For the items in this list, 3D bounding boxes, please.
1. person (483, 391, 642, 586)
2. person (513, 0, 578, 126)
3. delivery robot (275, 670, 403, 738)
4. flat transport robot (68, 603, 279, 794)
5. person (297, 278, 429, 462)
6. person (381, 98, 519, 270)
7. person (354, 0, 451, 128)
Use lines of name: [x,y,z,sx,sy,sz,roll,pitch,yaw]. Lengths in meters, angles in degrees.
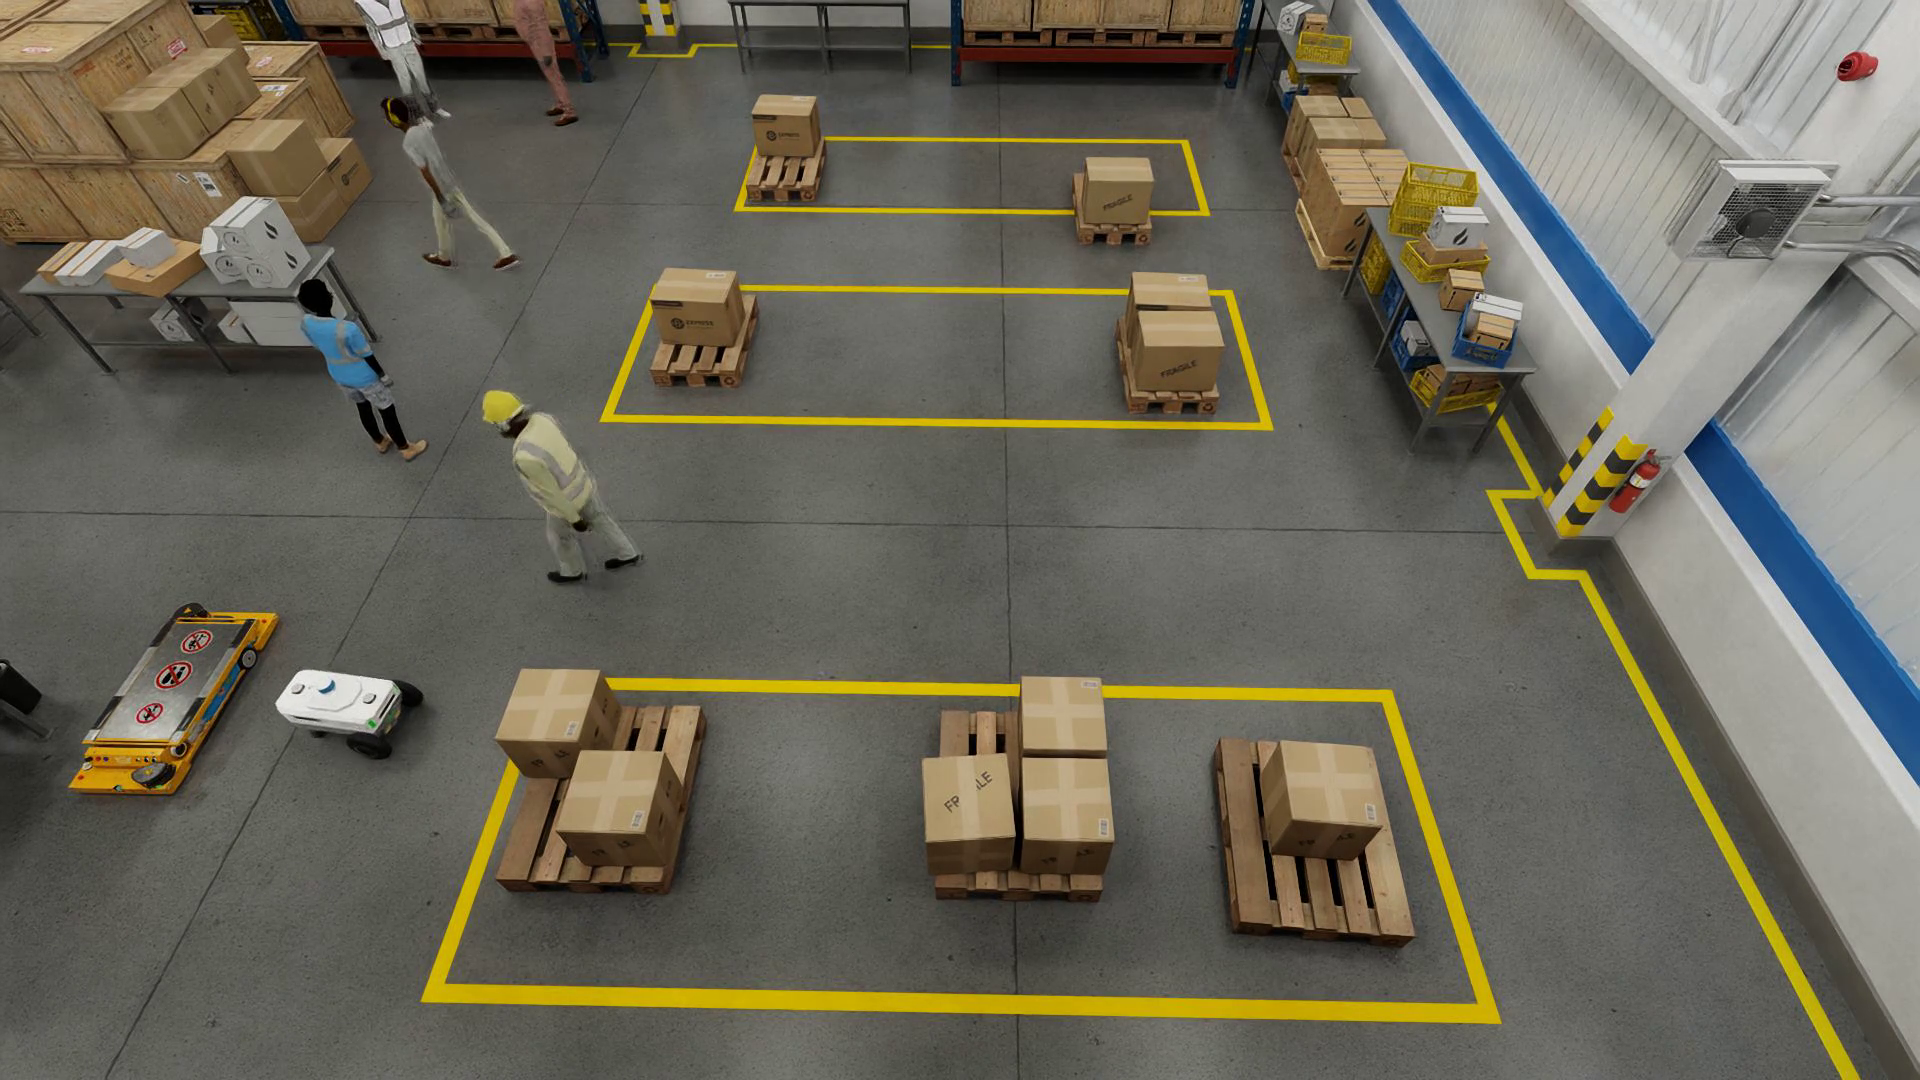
person: [-2.926,-0.341,6.666,0.809,1.766,0.615,-2,50,-2]
person: [-5.332,-6.266,11.589,0.403,1.904,0.652,-25,54,-20]
delivery robot: [-4.175,1.091,6.182,0.707,0.478,0.477,6,50,5]
flat transport robot: [-5.504,1.072,6.442,0.652,0.197,1.431,1,50,1]
person: [-4.991,-1.382,7.601,0.546,1.689,0.323,14,51,12]
person: [-5.306,-3.567,9.373,1.048,1.807,0.542,5,50,4]
person: [-7.089,-6.243,11.569,0.394,1.911,0.583,23,54,18]
